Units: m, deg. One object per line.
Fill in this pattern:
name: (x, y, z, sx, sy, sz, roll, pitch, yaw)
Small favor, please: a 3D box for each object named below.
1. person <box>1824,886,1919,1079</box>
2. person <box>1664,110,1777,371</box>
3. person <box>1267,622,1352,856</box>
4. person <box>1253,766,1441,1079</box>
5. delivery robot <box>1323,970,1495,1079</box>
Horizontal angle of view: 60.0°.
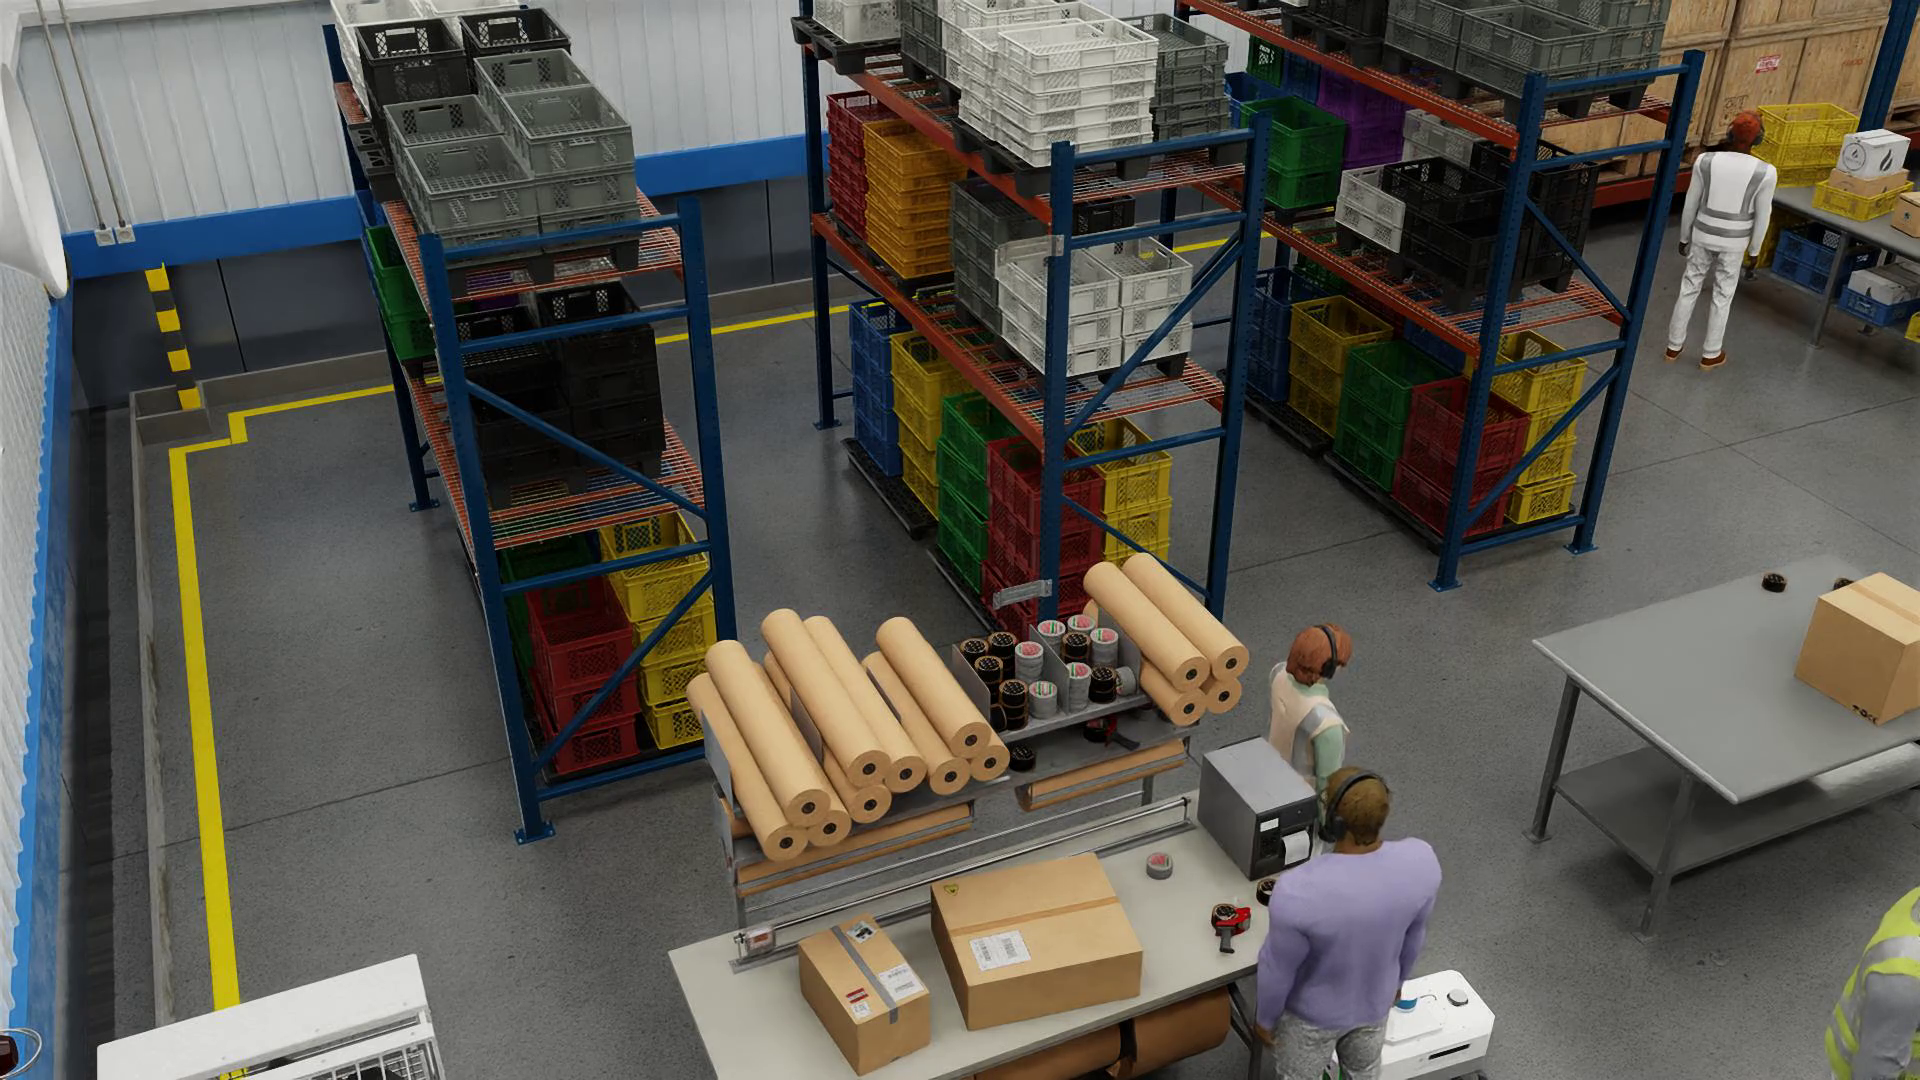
person: (3.136, 1.766, 5.592, 0.430, 1.841, 0.623, 25, 39, 34)
person: (5.426, -2.128, 11.874, 0.574, 1.884, 0.356, 21, 38, 31)
person: (1.413, 1.049, 6.951, 0.332, 1.631, 0.516, -9, 33, -14)
person: (1.303, 1.591, 5.796, 0.631, 1.932, 0.375, -10, 33, -16)
delivery robot: (1.702, 1.920, 6.471, 0.707, 0.478, 0.477, -10, 33, -16)
